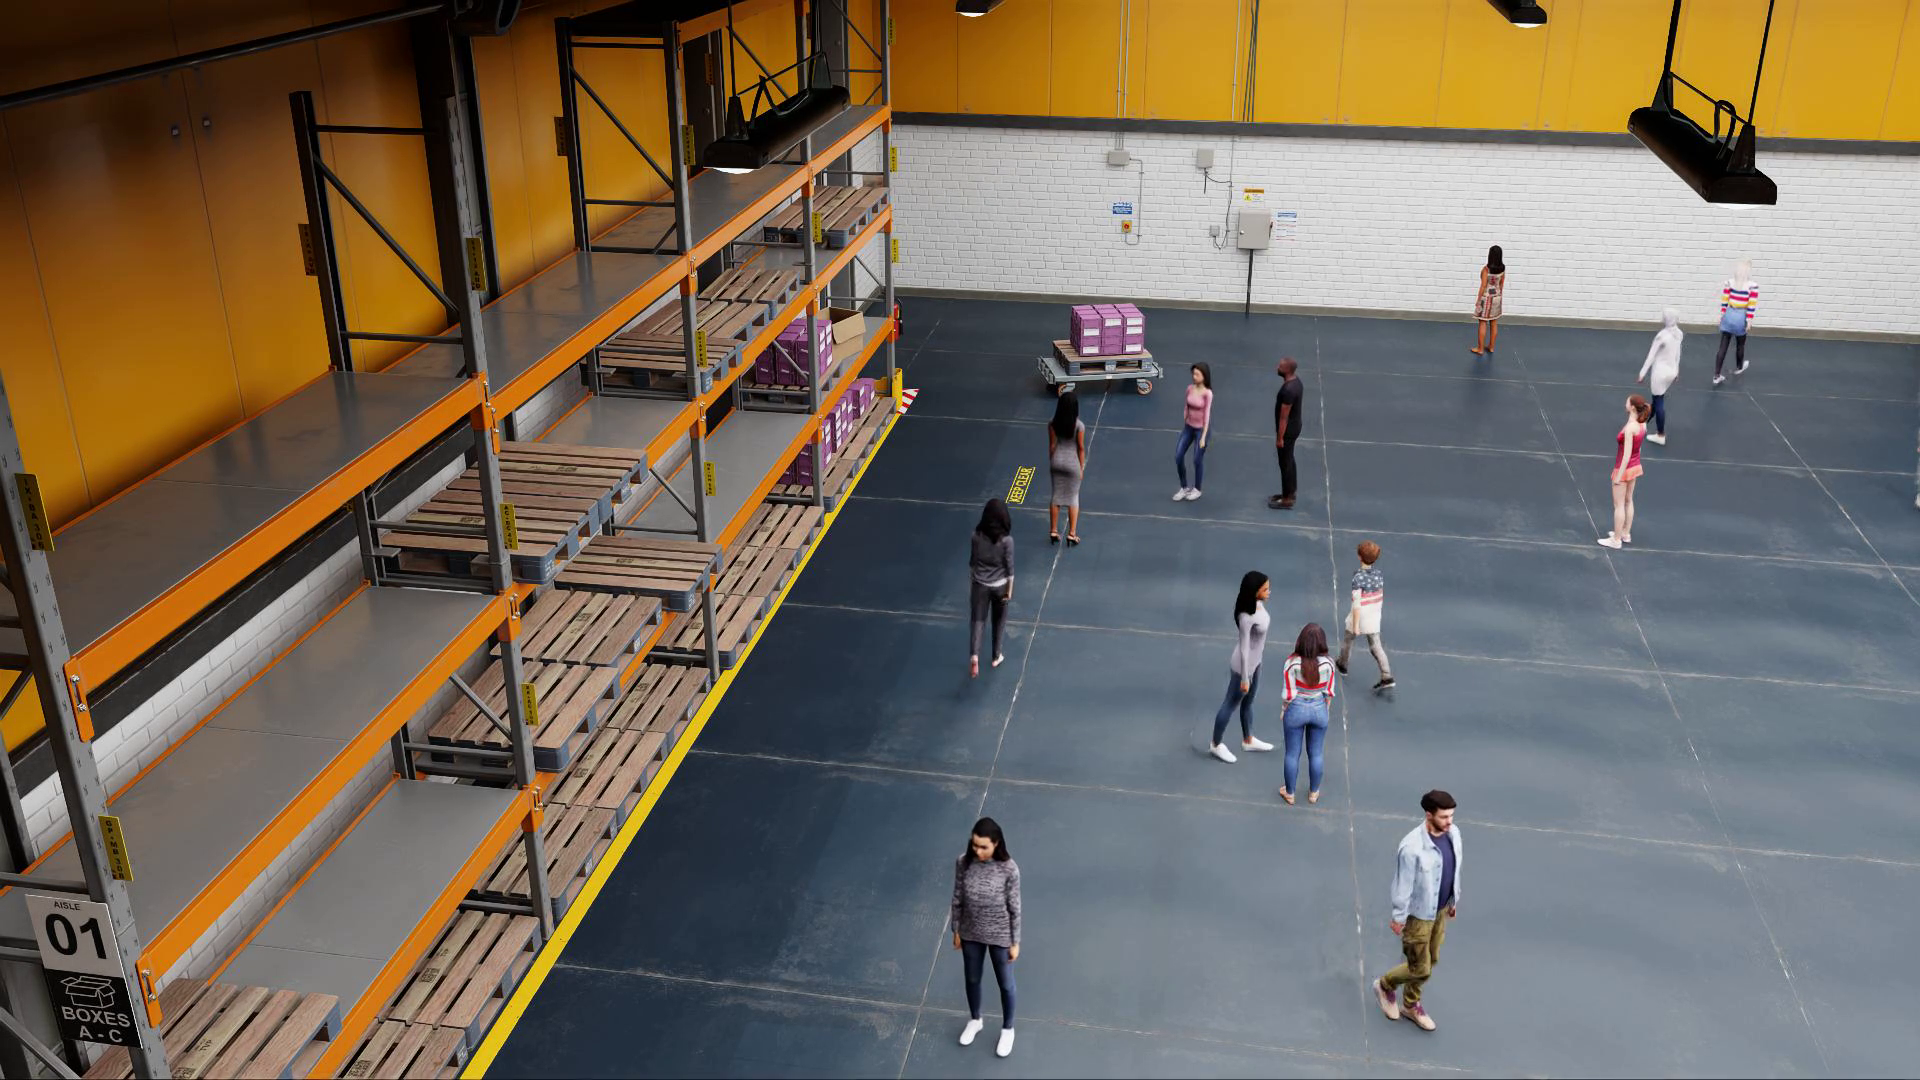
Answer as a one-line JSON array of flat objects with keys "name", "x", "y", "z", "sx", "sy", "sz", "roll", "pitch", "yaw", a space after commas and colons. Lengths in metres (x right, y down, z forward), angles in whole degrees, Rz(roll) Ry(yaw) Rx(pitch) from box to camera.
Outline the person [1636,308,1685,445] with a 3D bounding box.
[{"name": "person", "x": 9.066, "y": -2.080, "z": 21.331, "sx": 0.936, "sy": 1.761, "sz": 1.032, "roll": -11, "pitch": 26, "yaw": -24}]

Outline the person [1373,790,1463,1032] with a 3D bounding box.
[{"name": "person", "x": 3.017, "y": 2.407, "z": 11.017, "sx": 0.835, "sy": 1.800, "sz": 0.896, "roll": -16, "pitch": 28, "yaw": -32}]

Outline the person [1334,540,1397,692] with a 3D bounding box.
[{"name": "person", "x": 3.784, "y": 0.730, "z": 15.347, "sx": 0.911, "sy": 1.405, "sz": 1.049, "roll": -11, "pitch": 26, "yaw": -24}]

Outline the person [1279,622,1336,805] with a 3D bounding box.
[{"name": "person", "x": 2.822, "y": 1.405, "z": 13.543, "sx": 0.626, "sy": 1.614, "sz": 0.570, "roll": 0, "pitch": 24, "yaw": -1}]

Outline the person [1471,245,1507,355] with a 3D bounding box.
[{"name": "person", "x": 7.969, "y": -3.623, "z": 25.004, "sx": 0.725, "sy": 1.645, "sz": 0.729, "roll": -10, "pitch": 25, "yaw": -21}]

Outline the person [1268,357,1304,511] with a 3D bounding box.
[{"name": "person", "x": 3.827, "y": -1.257, "z": 19.382, "sx": 0.762, "sy": 1.813, "sz": 0.558, "roll": 8, "pitch": 25, "yaw": 18}]

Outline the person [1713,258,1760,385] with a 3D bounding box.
[{"name": "person", "x": 10.956, "y": -3.072, "z": 23.602, "sx": 1.201, "sy": 1.760, "sz": 1.069, "roll": -20, "pitch": 31, "yaw": -39}]

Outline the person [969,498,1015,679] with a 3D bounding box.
[{"name": "person", "x": 0.261, "y": 0.482, "z": 15.494, "sx": 0.630, "sy": 1.742, "sz": 0.950, "roll": 6, "pitch": 24, "yaw": 13}]

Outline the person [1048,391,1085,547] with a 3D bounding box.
[{"name": "person", "x": 1.164, "y": -0.784, "z": 18.341, "sx": 0.620, "sy": 1.780, "sz": 0.598, "roll": 11, "pitch": 26, "yaw": 23}]

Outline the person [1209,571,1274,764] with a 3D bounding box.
[{"name": "person", "x": 2.407, "y": 1.057, "z": 14.185, "sx": 0.783, "sy": 1.737, "sz": 0.740, "roll": 9, "pitch": 25, "yaw": 19}]

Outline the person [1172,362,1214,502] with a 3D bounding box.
[{"name": "person", "x": 2.845, "y": -1.286, "z": 19.554, "sx": 0.802, "sy": 1.729, "sz": 0.745, "roll": -20, "pitch": 31, "yaw": -38}]

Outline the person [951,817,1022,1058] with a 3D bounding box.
[{"name": "person", "x": 0.187, "y": 2.538, "z": 10.803, "sx": 0.648, "sy": 1.731, "sz": 0.580, "roll": 8, "pitch": 25, "yaw": 17}]

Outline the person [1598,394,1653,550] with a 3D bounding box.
[{"name": "person", "x": 7.353, "y": -0.772, "z": 18.351, "sx": 0.625, "sy": 1.752, "sz": 0.710, "roll": -22, "pitch": 32, "yaw": -40}]
